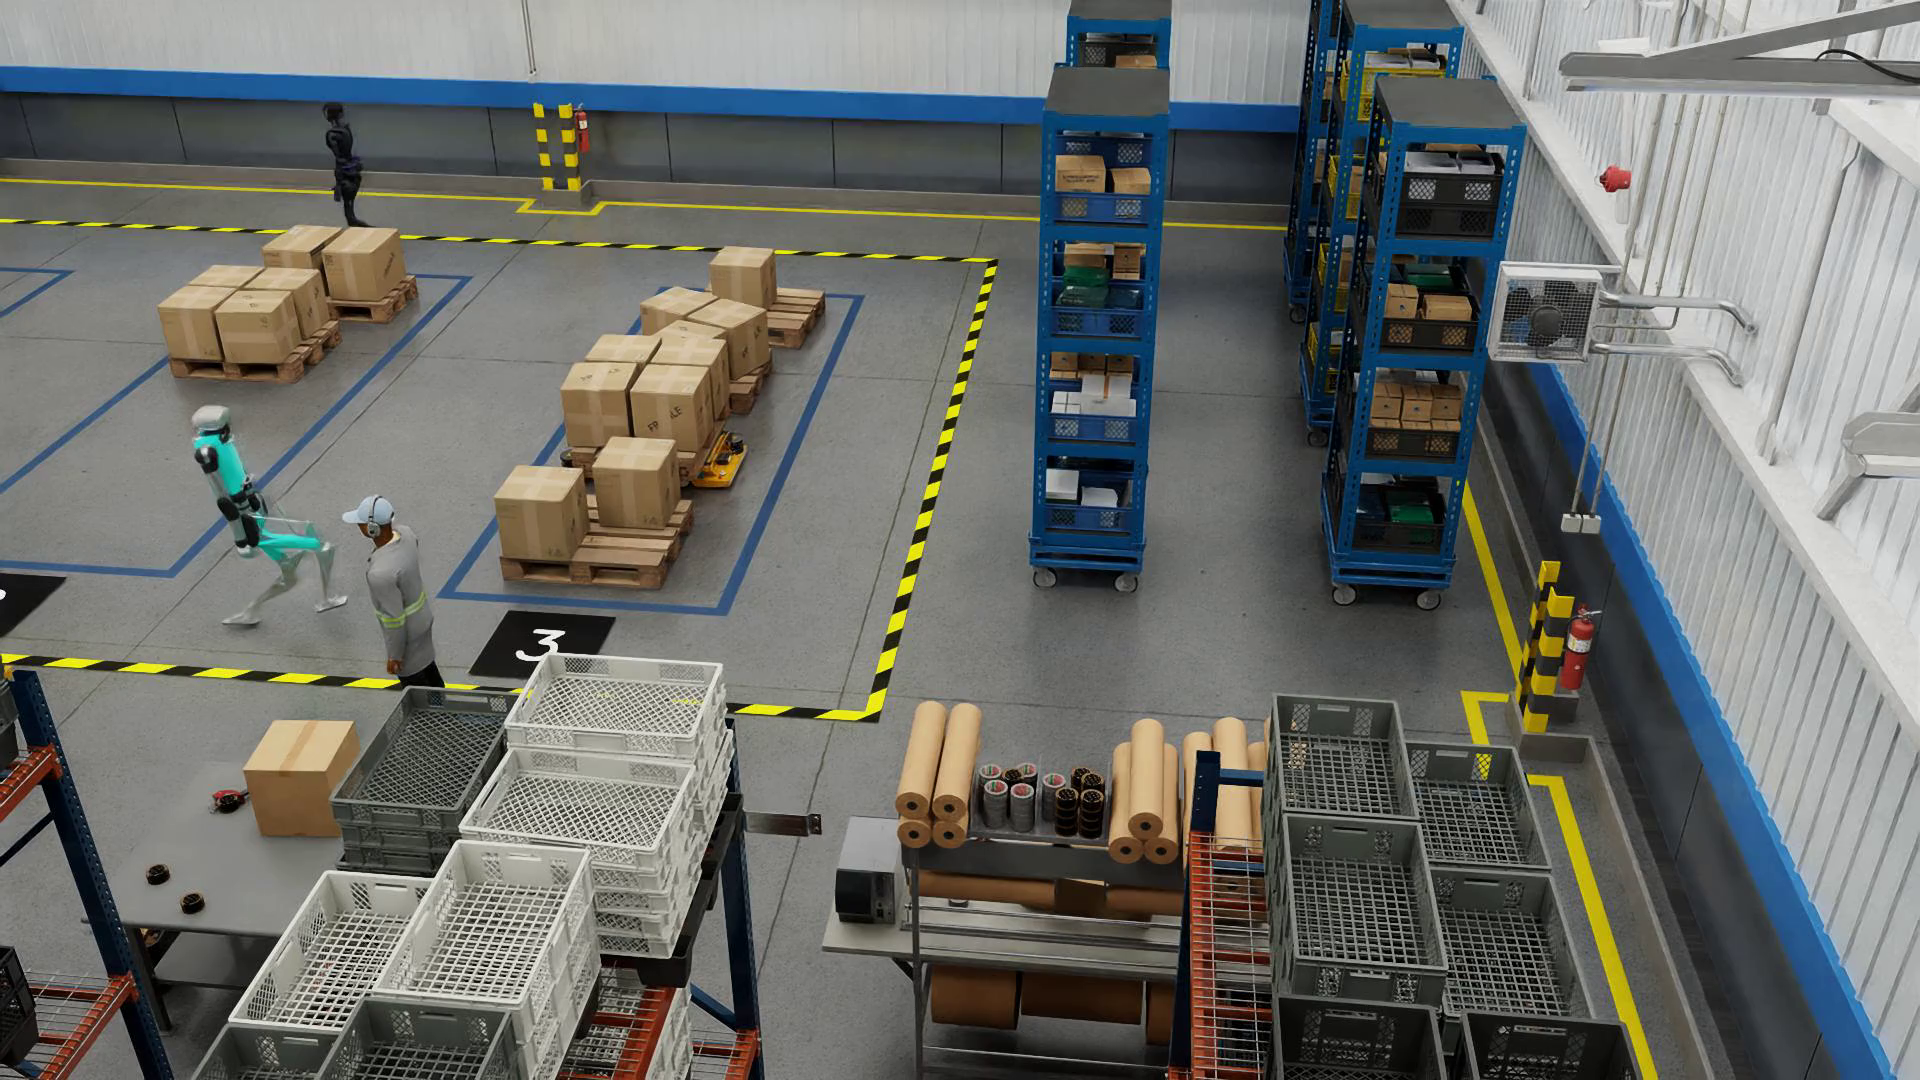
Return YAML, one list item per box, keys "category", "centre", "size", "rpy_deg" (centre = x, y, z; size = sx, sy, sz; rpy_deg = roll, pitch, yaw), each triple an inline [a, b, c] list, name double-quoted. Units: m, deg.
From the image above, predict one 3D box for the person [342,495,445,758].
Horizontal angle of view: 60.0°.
- category: "person"
  centre: [-3.422, 0.547, 10.161]
  size: [0.394, 1.853, 0.588]
  rpy_deg: [-1, 30, -2]

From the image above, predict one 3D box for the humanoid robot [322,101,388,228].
- category: "humanoid robot"
  centre: [-6.599, -3.969, 18.103]
  size: [0.594, 1.631, 0.610]
  rpy_deg: [-2, 30, -3]

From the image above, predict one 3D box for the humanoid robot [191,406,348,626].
- category: "humanoid robot"
  centre: [-4.709, -0.129, 11.506]
  size: [1.067, 1.756, 0.532]
  rpy_deg: [-5, 31, -9]

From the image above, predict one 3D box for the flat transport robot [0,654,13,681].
- category: "flat transport robot"
  centre: [-7.142, 0.969, 11.010]
  size: [1.431, 0.231, 0.659]
  rpy_deg: [3, 30, 6]

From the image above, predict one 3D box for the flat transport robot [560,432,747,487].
- category: "flat transport robot"
  centre: [-2.554, -0.707, 13.861]
  size: [1.431, 0.197, 0.652]
  rpy_deg: [3, 30, 6]
